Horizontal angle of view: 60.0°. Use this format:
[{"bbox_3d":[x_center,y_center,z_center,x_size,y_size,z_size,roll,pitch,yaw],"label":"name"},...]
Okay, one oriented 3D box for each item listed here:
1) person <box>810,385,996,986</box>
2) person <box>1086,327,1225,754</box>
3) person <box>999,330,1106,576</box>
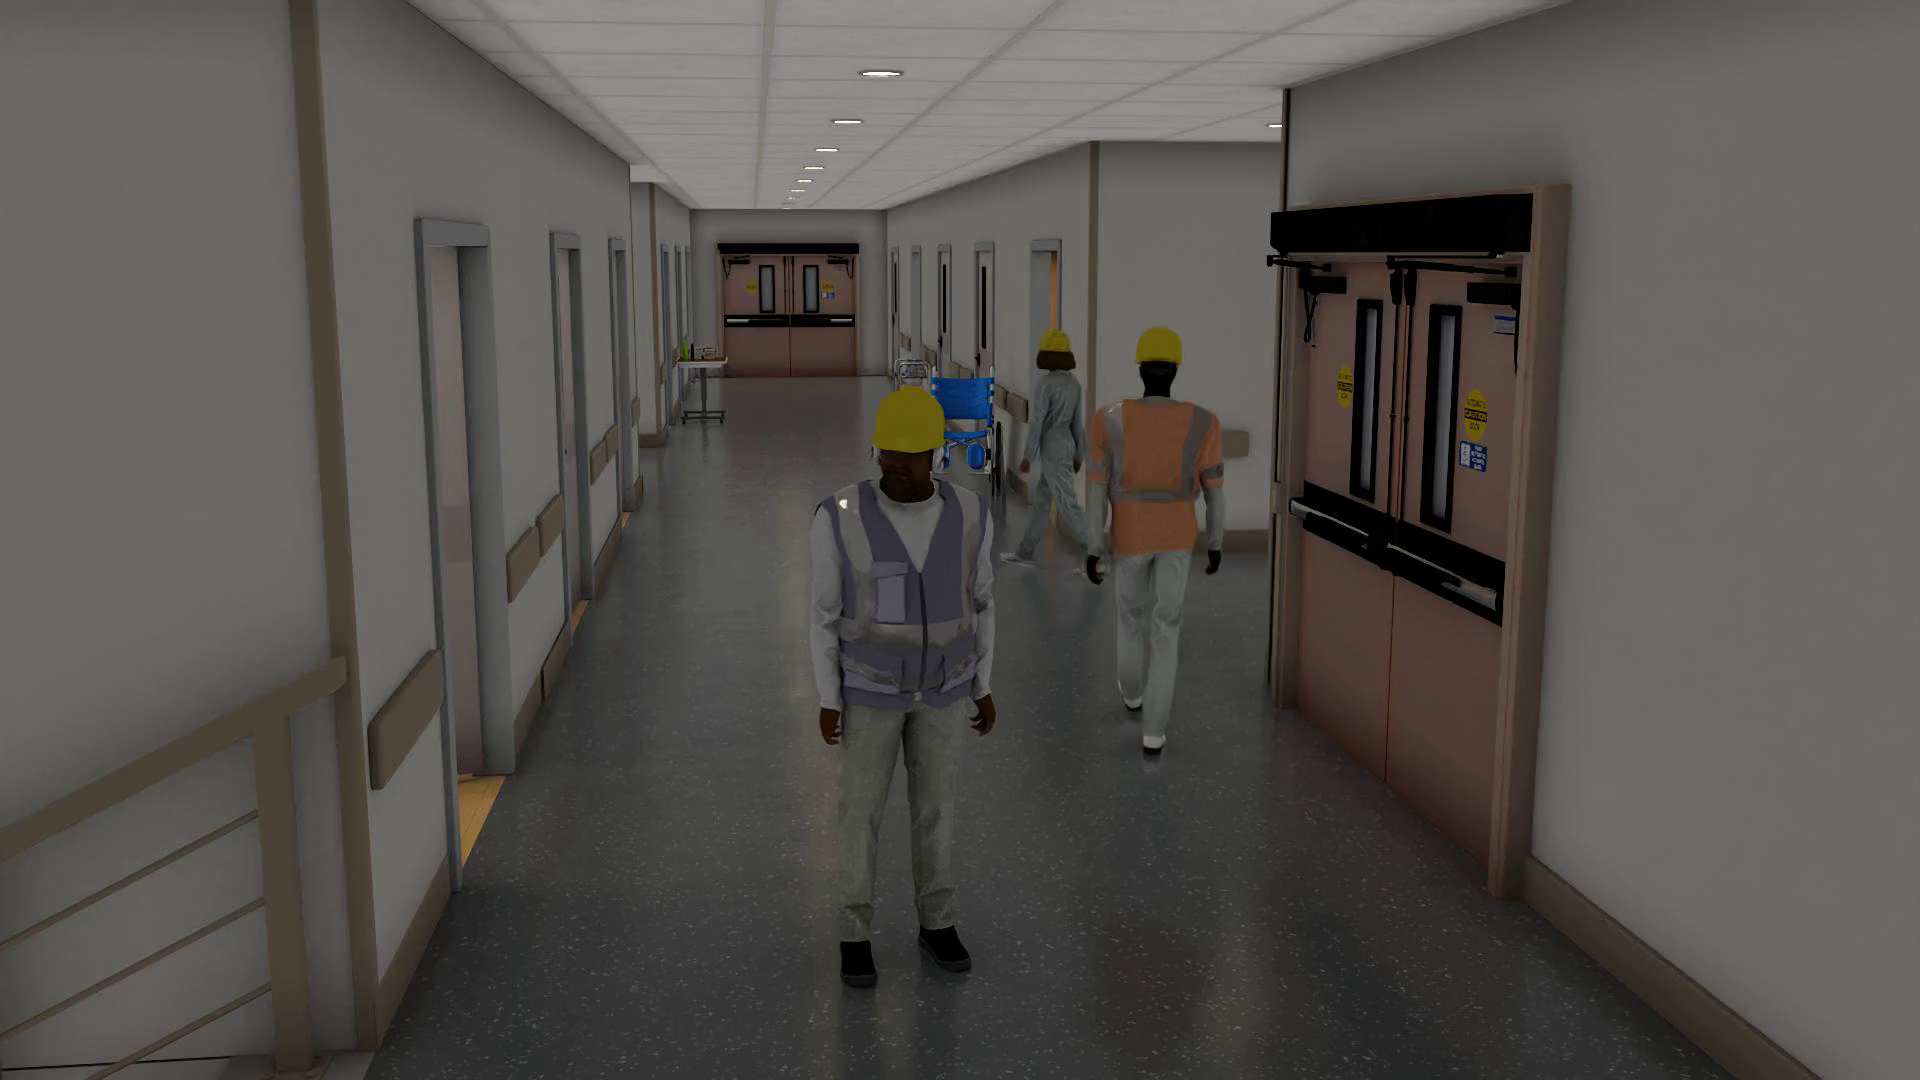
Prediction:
[{"bbox_3d":[-0.160,0.440,5.091,0.592,1.829,0.404,-3,10,-18],"label":"person"},{"bbox_3d":[0.902,-0.030,7.658,0.619,1.877,0.962,1,10,7],"label":"person"},{"bbox_3d":[0.666,-0.610,11.577,0.897,1.701,0.494,6,11,29],"label":"person"}]
